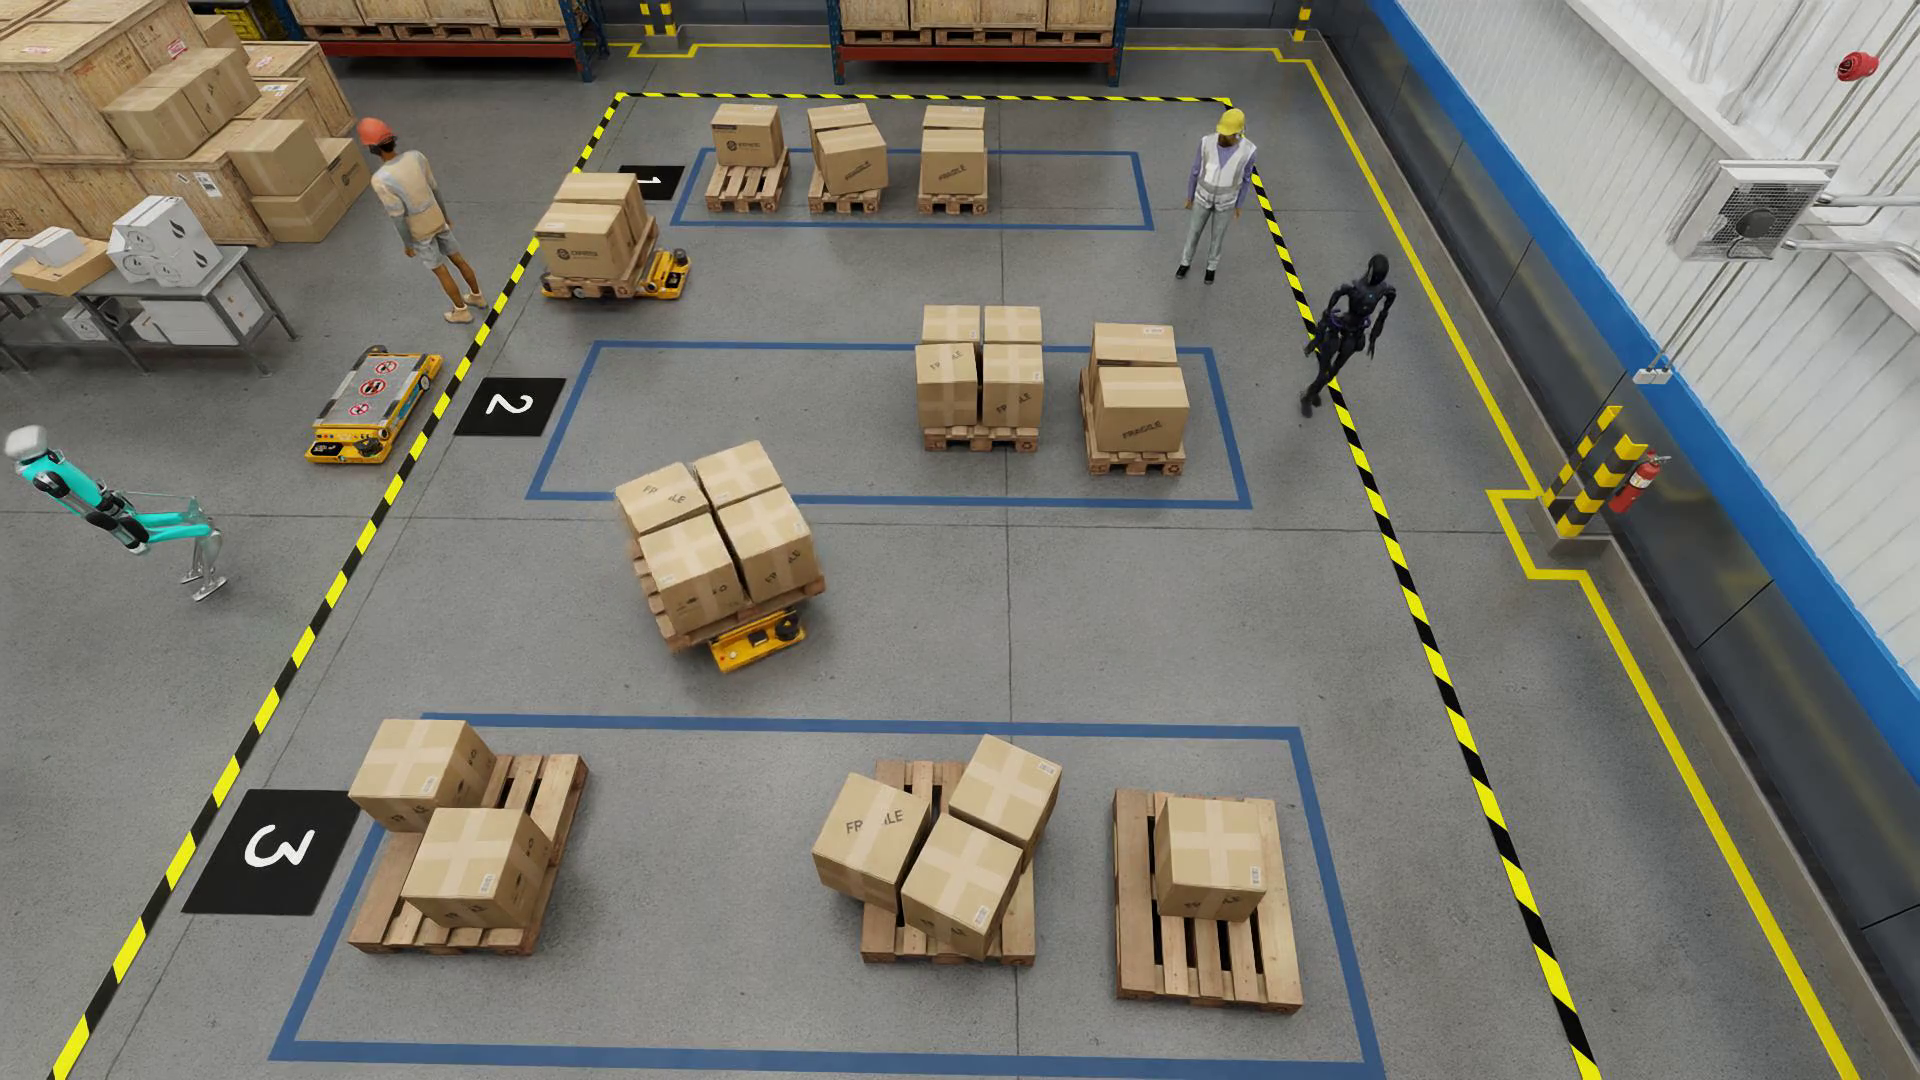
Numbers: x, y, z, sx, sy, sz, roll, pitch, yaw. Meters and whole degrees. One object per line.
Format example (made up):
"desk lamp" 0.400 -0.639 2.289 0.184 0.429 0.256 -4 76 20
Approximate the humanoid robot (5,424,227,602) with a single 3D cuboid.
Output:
"humanoid robot" -5.792 -0.235 6.519 0.735 1.673 0.533 -37 59 -27

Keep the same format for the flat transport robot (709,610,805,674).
"flat transport robot" -1.775 0.320 7.078 0.652 0.197 1.431 -22 53 -18

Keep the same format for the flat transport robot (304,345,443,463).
"flat transport robot" -5.383 -1.269 8.441 0.659 0.231 1.431 1 50 1

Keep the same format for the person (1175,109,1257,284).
"person" 2.586 -3.452 9.267 0.591 1.825 0.404 16 52 14

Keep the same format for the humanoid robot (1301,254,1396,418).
"humanoid robot" 3.333 -1.793 7.971 0.605 1.640 0.458 0 50 0

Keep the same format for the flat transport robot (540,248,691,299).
"flat transport robot" -3.659 -2.853 9.763 1.431 0.197 0.652 1 50 1

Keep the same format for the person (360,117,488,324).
"person" -5.121 -2.994 8.739 0.388 2.044 0.606 16 52 13
